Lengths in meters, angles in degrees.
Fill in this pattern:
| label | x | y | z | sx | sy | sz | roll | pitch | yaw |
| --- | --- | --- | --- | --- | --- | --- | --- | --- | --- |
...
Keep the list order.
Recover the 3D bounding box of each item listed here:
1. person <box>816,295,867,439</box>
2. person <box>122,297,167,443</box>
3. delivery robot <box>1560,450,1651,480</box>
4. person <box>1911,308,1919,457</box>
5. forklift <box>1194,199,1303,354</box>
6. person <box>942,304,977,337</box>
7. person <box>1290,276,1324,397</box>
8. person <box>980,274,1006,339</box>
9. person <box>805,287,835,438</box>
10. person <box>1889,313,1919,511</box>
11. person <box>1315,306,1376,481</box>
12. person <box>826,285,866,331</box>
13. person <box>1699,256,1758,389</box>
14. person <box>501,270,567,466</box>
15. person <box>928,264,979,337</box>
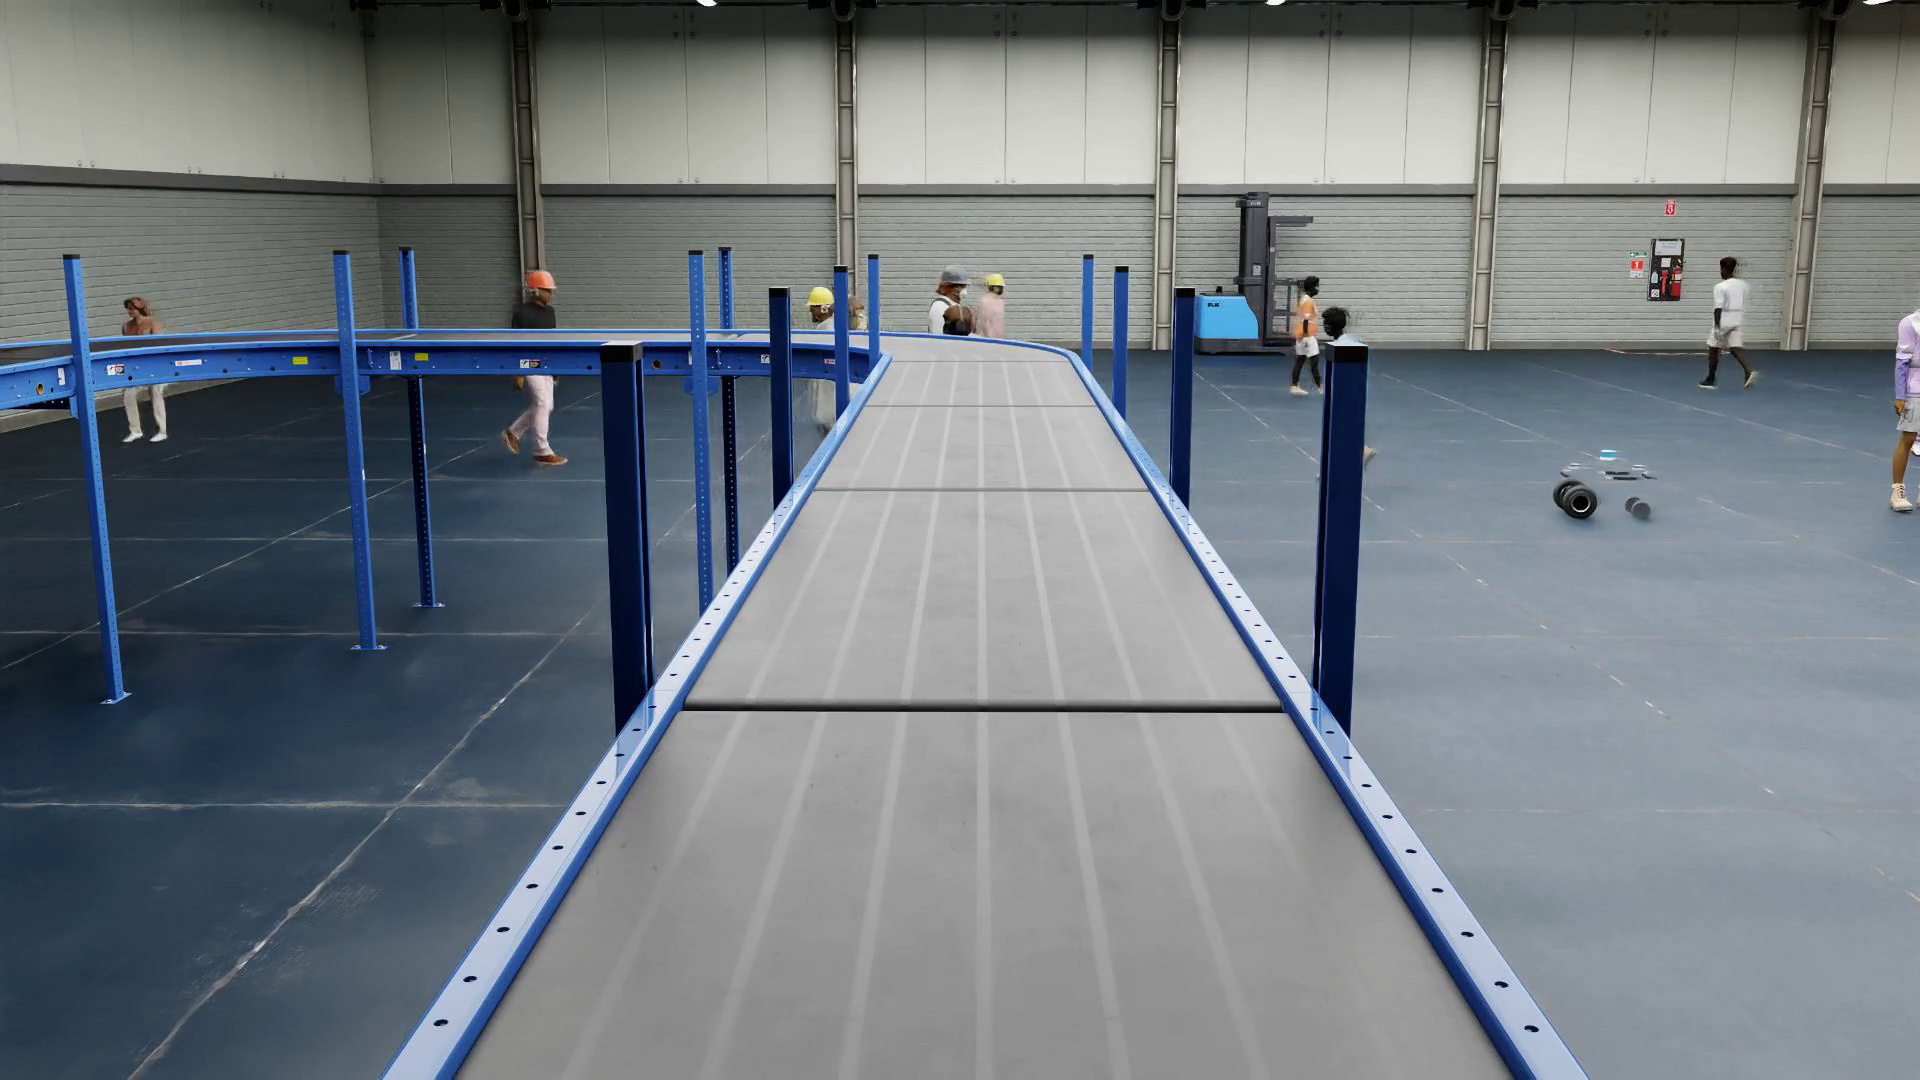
| label | x | y | z | sx | sy | sz | roll | pitch | yaw |
| --- | --- | --- | --- | --- | --- | --- | --- | --- | --- |
| person | -0.842 | -0.883 | 12.562 | 0.485 | 1.921 | 0.662 | -3 | 11 | -14 |
| person | -9.087 | -1.873 | 18.444 | 0.518 | 1.619 | 0.581 | 3 | 11 | 14 |
| delivery robot | 5.467 | -0.646 | 14.072 | 0.698 | 0.223 | 0.335 | 2 | 11 | 9 |
| person | 10.212 | -1.799 | 17.421 | 0.666 | 1.867 | 0.519 | 0 | 11 | 0 |
| forklift | 5.313 | -4.851 | 30.603 | 1.873 | 2.768 | 1.129 | 0 | 11 | 1 |
| person | 0.156 | -1.022 | 13.602 | 0.807 | 1.815 | 0.643 | -2 | 11 | -8 |
| person | 4.956 | -2.835 | 23.205 | 0.686 | 1.672 | 0.553 | 1 | 11 | 8 |
| person | 0.443 | -2.809 | 23.006 | 0.925 | 1.722 | 0.527 | 9 | 14 | 38 |
| person | -1.320 | -1.561 | 16.314 | 0.403 | 1.824 | 0.590 | -3 | 11 | -13 |
| person | 8.290 | -1.262 | 14.204 | 0.606 | 2.044 | 0.373 | -1 | 11 | -3 |
| person | 3.635 | -1.370 | 15.695 | 0.512 | 1.666 | 0.591 | 3 | 11 | 15 |
| person | -1.154 | -1.726 | 17.195 | 0.492 | 1.802 | 0.683 | 5 | 12 | 23 |
| person | 11.214 | -3.149 | 24.190 | 0.624 | 1.943 | 0.858 | -4 | 12 | -20 |
| person | -4.380 | -1.753 | 16.901 | 0.723 | 1.977 | 0.633 | 3 | 11 | 14 |
| person | -0.044 | -1.719 | 16.672 | 0.536 | 2.000 | 0.688 | 2 | 11 | 12 |
